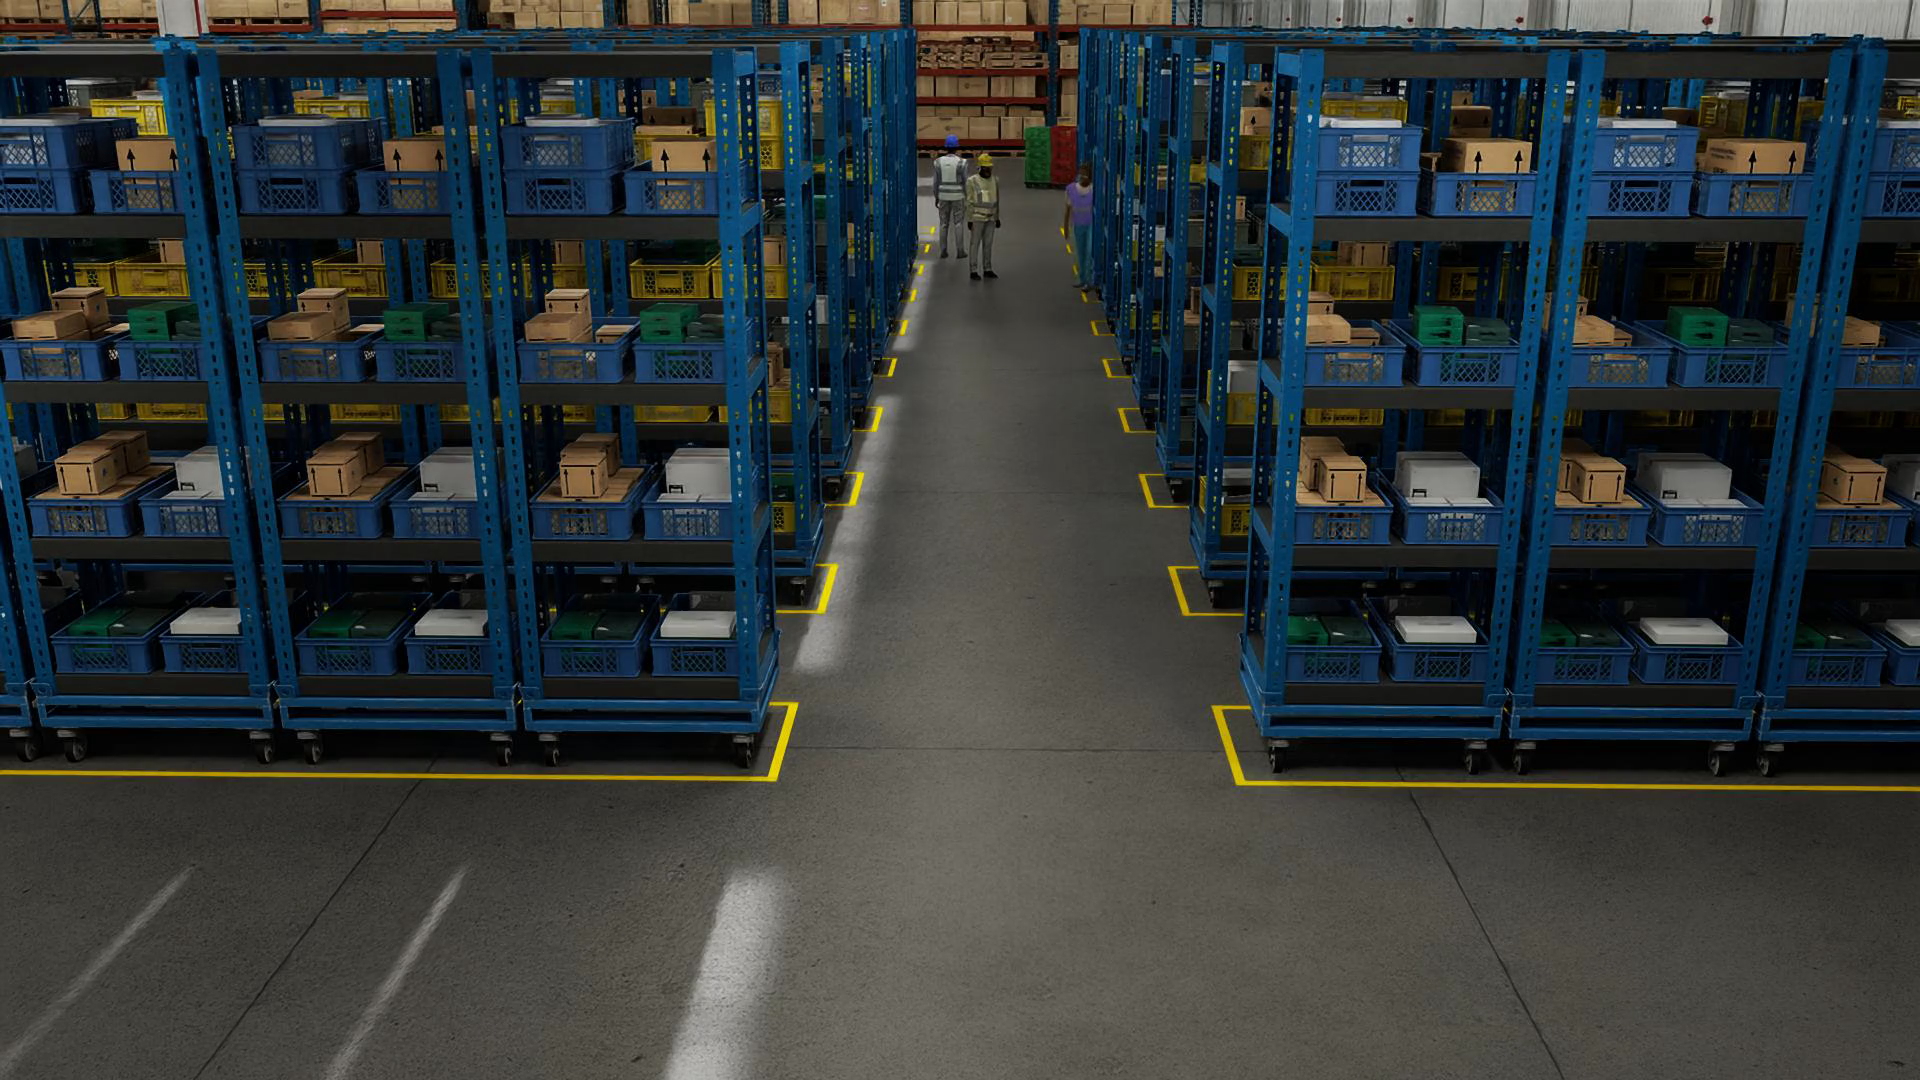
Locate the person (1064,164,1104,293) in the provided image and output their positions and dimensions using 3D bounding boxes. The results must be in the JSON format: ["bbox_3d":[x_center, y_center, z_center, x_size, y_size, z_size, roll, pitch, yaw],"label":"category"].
[{"bbox_3d":[1.755,-4.412,23.526,0.593,1.782,0.822,6,18,19],"label":"person"}]

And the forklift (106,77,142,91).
[{"bbox_3d":[-23.967,-12.600,47.794,1.129,2.768,1.873,0,17,0],"label":"forklift"}]

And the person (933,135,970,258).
[{"bbox_3d":[-0.126,-5.505,26.715,0.617,1.945,0.397,5,18,16],"label":"person"}]

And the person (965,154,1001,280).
[{"bbox_3d":[0.359,-4.774,24.572,0.591,1.834,0.404,-12,21,-33],"label":"person"}]

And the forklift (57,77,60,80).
[{"bbox_3d":[-24.376,-11.536,44.404,1.129,2.768,1.873,-6,19,-20],"label":"forklift"}]
